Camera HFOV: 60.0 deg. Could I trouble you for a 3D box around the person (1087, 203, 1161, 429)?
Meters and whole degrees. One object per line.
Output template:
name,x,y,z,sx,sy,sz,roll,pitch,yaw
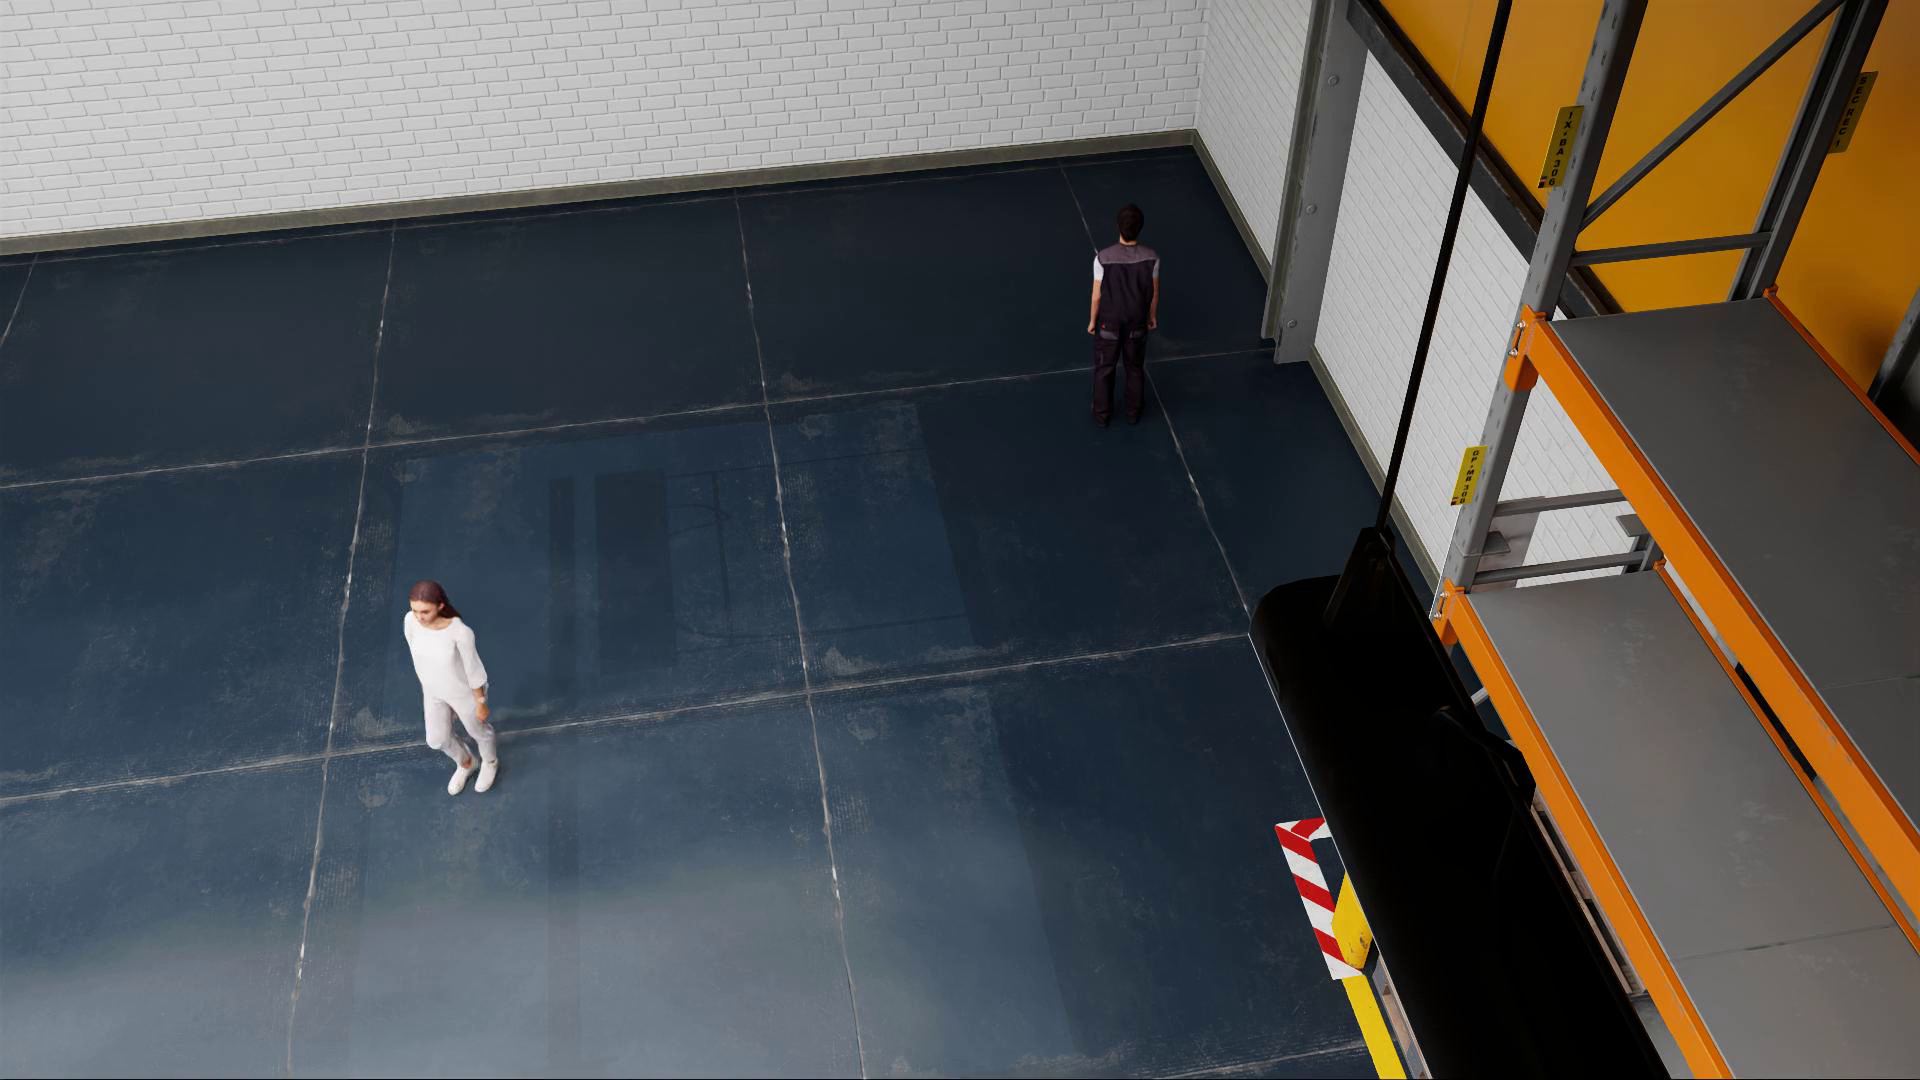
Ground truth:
person,1.181,-1.612,12.088,0.677,1.848,0.596,-3,44,-4

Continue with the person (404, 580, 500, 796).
person,-2.911,0.800,9.678,0.724,1.681,0.726,9,44,10
